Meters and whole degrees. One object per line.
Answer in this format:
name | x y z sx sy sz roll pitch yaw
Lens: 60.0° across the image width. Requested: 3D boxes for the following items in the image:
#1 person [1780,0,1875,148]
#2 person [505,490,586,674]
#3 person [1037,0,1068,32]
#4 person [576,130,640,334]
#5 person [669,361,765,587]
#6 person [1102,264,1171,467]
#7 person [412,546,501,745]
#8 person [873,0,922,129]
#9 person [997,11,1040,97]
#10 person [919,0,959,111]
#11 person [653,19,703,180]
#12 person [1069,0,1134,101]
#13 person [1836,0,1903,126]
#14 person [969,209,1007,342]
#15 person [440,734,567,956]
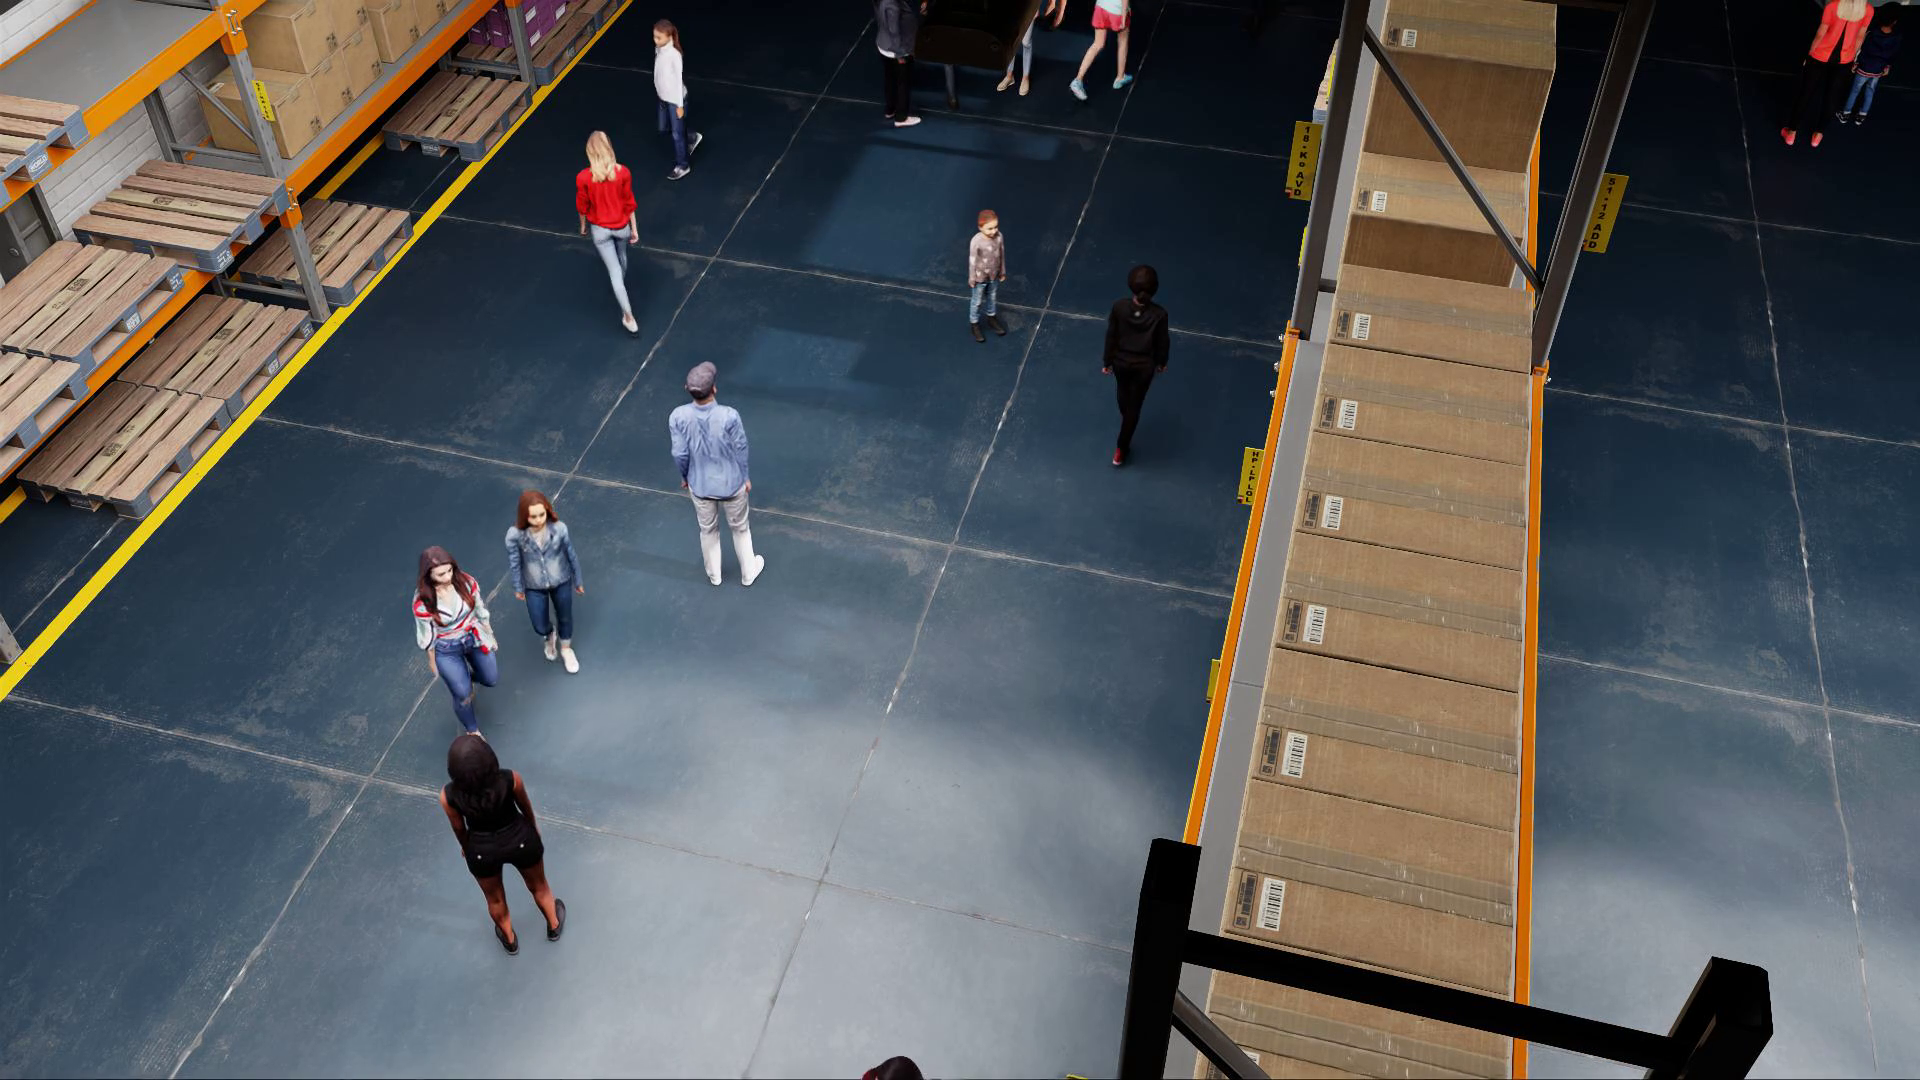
person | 8.157 -4.498 15.578 0.583 1.693 0.515 10 45 11
person | -2.685 0.227 10.777 0.699 1.474 0.738 -14 45 -14
person | 0.997 -6.152 17.326 0.673 1.676 0.578 -14 45 -14
person | -2.814 -2.454 13.458 1.048 1.657 1.189 -15 46 -15
person | -1.631 -0.415 11.151 0.699 1.888 0.648 2 44 2
person | 1.259 -1.245 12.193 0.649 1.651 0.934 13 45 13
person | -3.104 0.613 10.279 0.880 1.601 0.917 -25 49 -24
person | -0.633 -4.701 15.857 0.875 1.602 0.789 -16 46 -16
person | 0.587 -5.251 16.296 0.614 1.793 0.544 16 46 17
person | -0.084 -5.024 16.103 0.982 1.730 1.198 -8 44 -8
person | -2.555 -4.069 15.235 0.694 1.544 0.822 32 52 29
person | 1.417 -5.101 16.182 0.924 1.732 1.202 33 53 30
person | 8.784 -4.587 16.011 0.507 1.224 0.473 10 45 11
person | 0.210 -2.177 13.504 0.545 1.193 0.601 -20 47 -20
person | -2.504 1.663 9.074 0.682 1.743 0.702 -13 45 -14
